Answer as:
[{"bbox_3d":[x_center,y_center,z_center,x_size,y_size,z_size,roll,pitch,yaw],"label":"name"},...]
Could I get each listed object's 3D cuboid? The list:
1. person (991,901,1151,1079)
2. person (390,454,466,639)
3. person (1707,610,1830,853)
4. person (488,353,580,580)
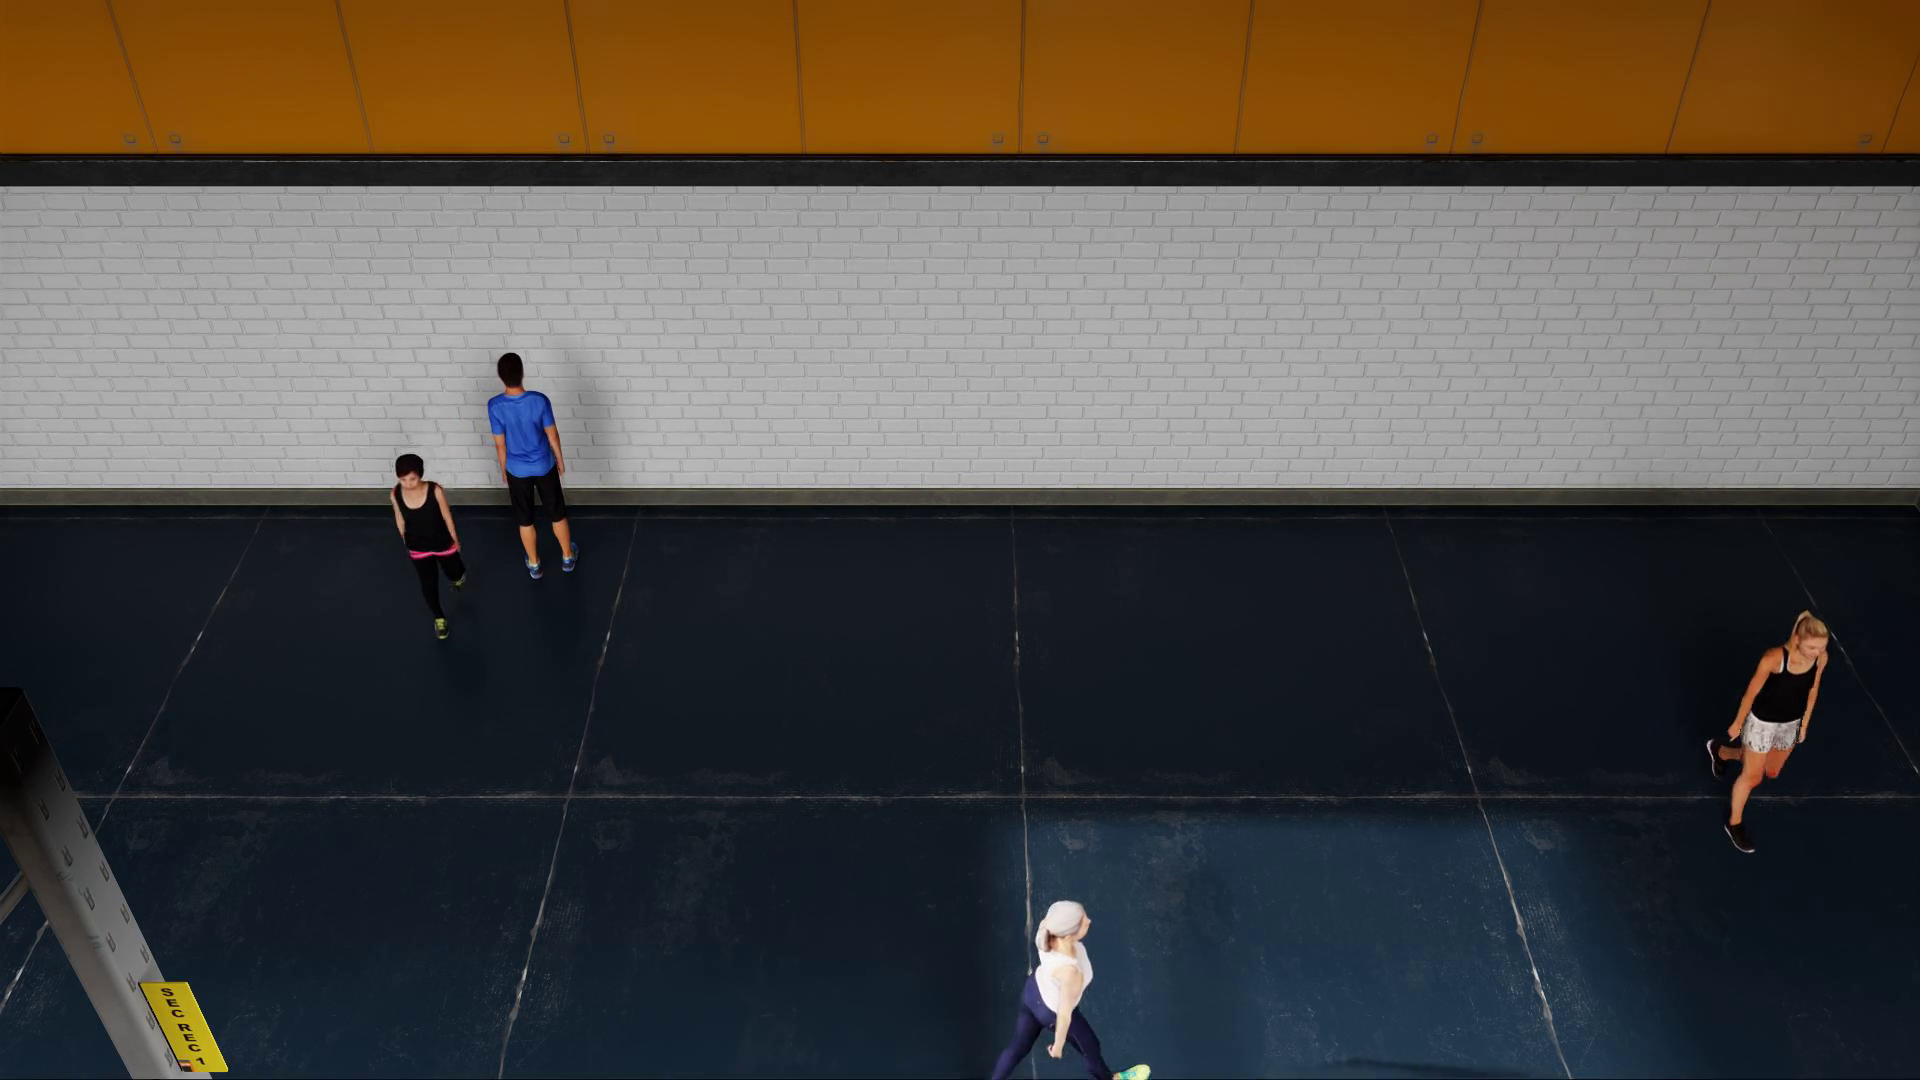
[{"bbox_3d":[0.395,2.479,8.661,0.945,1.646,1.196,-12,40,-14],"label":"person"},{"bbox_3d":[-3.775,-0.035,11.902,0.635,1.529,0.882,-3,39,-3],"label":"person"},{"bbox_3d":[4.974,1.060,10.295,0.713,1.824,0.996,-7,39,-8],"label":"person"},{"bbox_3d":[-3.166,-0.533,12.257,0.669,1.865,0.638,-10,40,-12],"label":"person"}]
